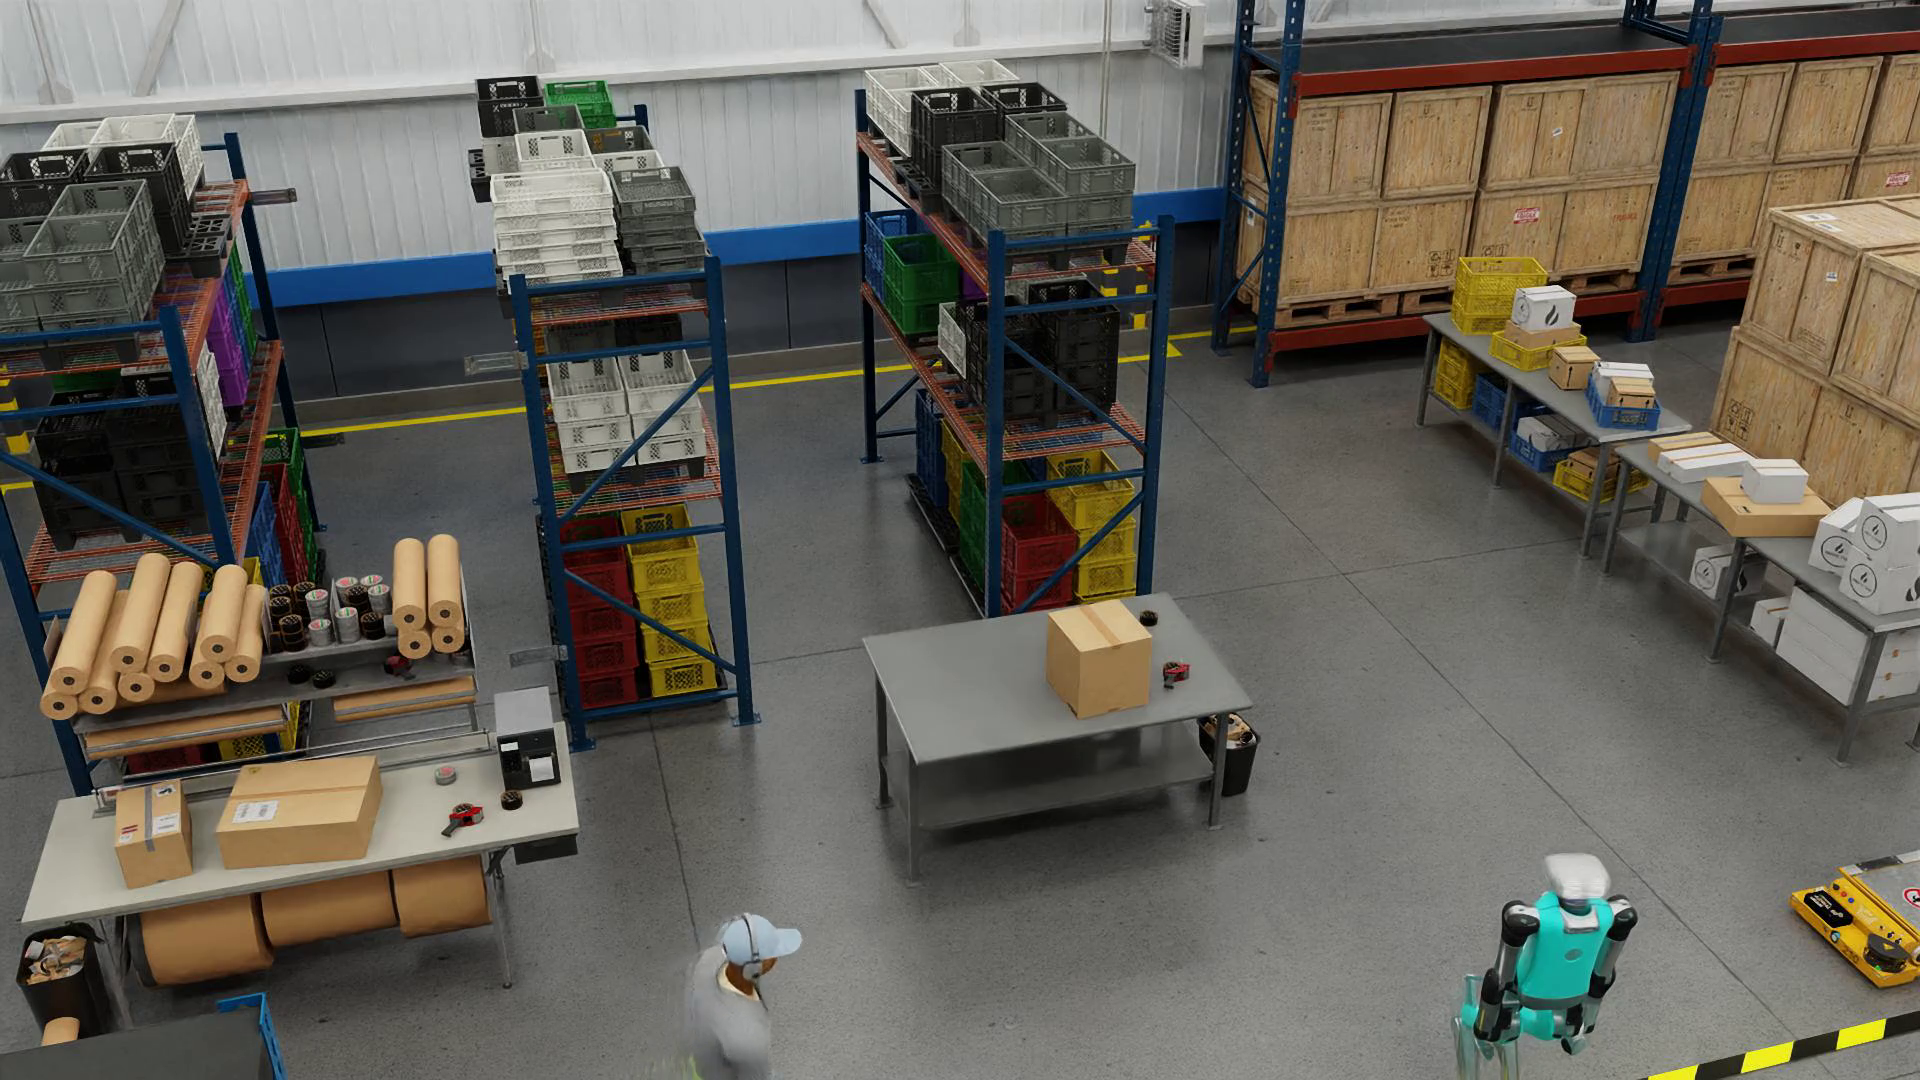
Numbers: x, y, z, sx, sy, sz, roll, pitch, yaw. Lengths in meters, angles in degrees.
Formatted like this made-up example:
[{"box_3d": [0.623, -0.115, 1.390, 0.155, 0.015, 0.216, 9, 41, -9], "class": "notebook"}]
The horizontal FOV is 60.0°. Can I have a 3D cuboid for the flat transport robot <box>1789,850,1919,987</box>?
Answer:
[{"box_3d": [5.163, 1.916, 8.676, 1.431, 0.231, 0.659, -8, 30, -14], "class": "flat transport robot"}]

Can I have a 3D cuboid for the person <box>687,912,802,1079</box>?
[{"box_3d": [-0.837, 2.201, 6.545, 0.635, 1.822, 0.601, -8, 30, -15], "class": "person"}]

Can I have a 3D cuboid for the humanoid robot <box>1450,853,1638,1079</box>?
[{"box_3d": [2.379, 1.887, 7.064, 0.533, 1.677, 0.735, -3, 29, -5], "class": "humanoid robot"}]
